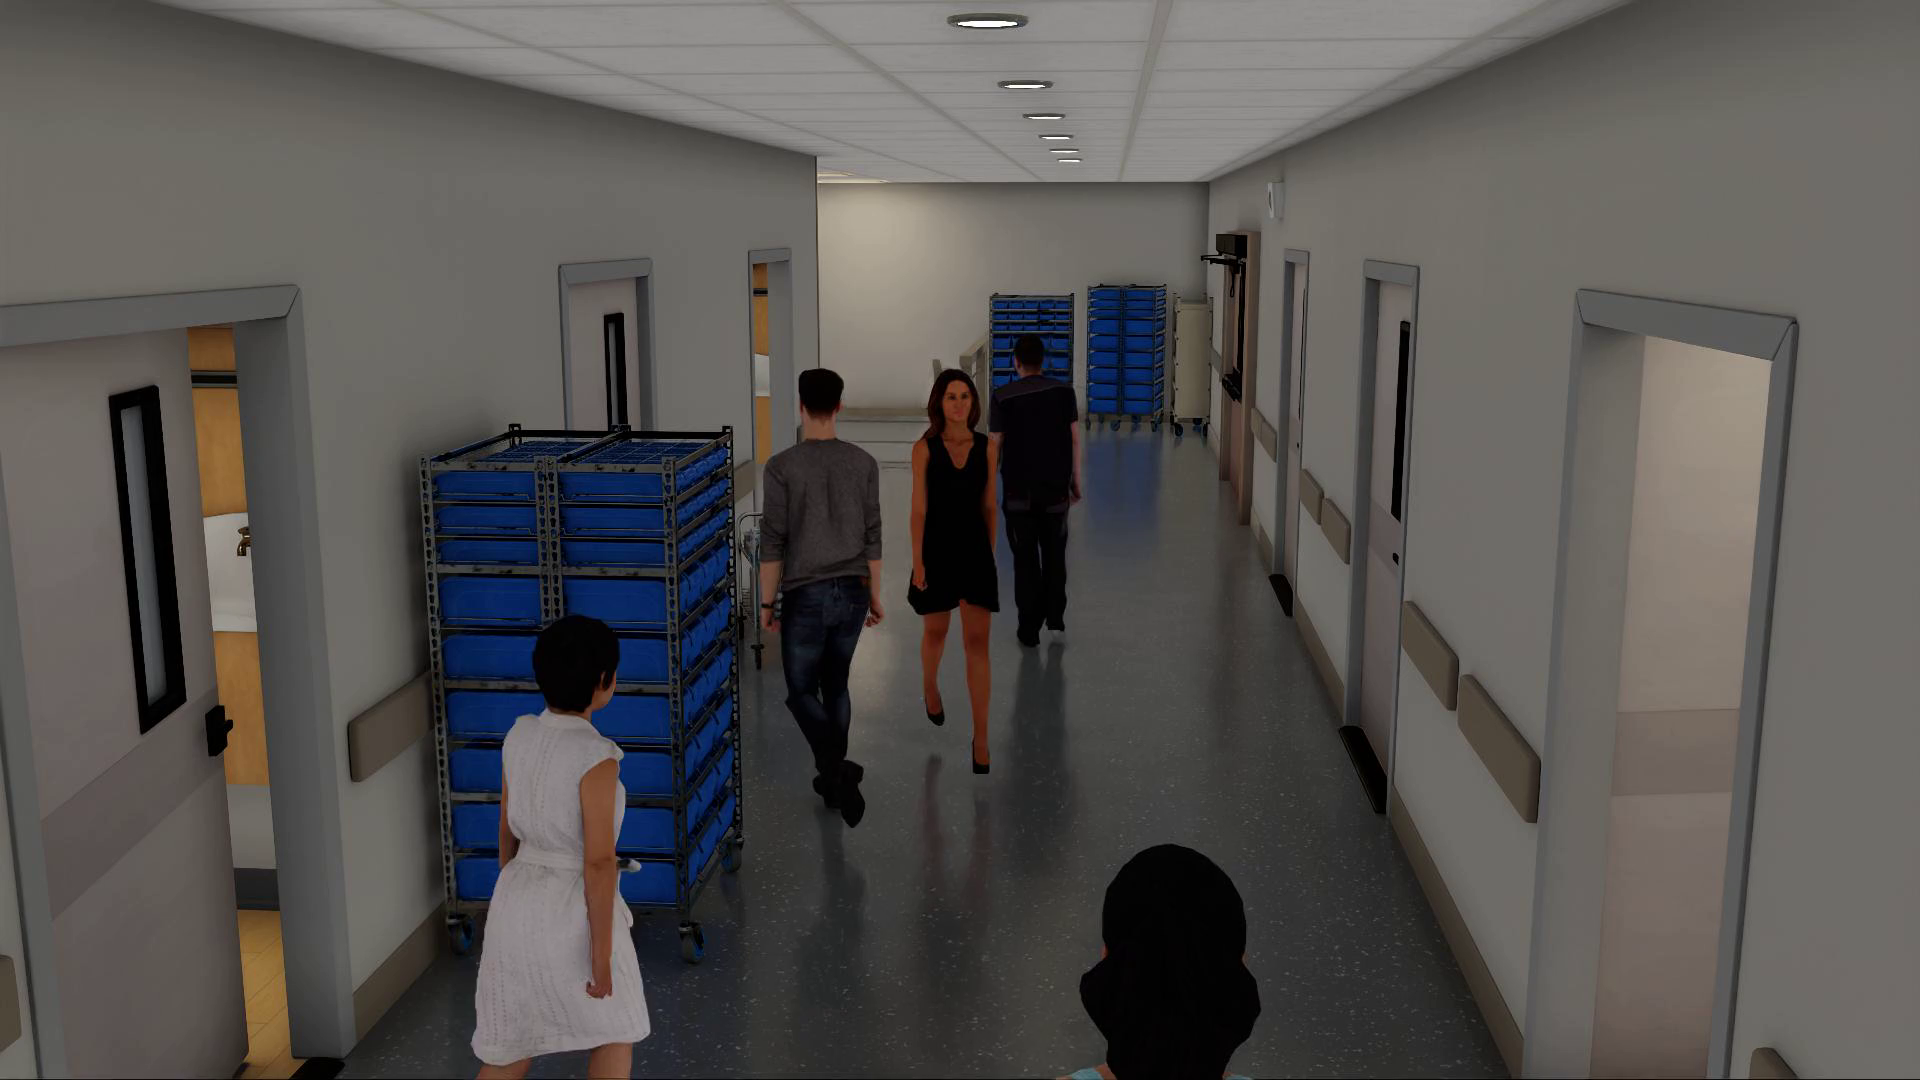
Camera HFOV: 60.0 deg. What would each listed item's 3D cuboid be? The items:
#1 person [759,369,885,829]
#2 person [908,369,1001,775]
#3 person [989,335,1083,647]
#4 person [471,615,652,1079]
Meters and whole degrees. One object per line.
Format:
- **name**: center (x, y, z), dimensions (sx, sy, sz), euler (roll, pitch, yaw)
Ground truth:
- **person**: center (-0.532, 0.273, 6.783), dimensions (1.005, 1.871, 1.187), euler (-4, 12, -22)
- **person**: center (-0.060, 0.139, 7.714), dimensions (0.832, 1.787, 1.218), euler (-3, 11, -14)
- **person**: center (0.462, -0.275, 9.772), dimensions (0.793, 1.833, 0.734), euler (-2, 11, -9)
- **person**: center (-1.017, 0.981, 4.031), dimensions (0.739, 1.506, 0.873), euler (6, 12, 29)
